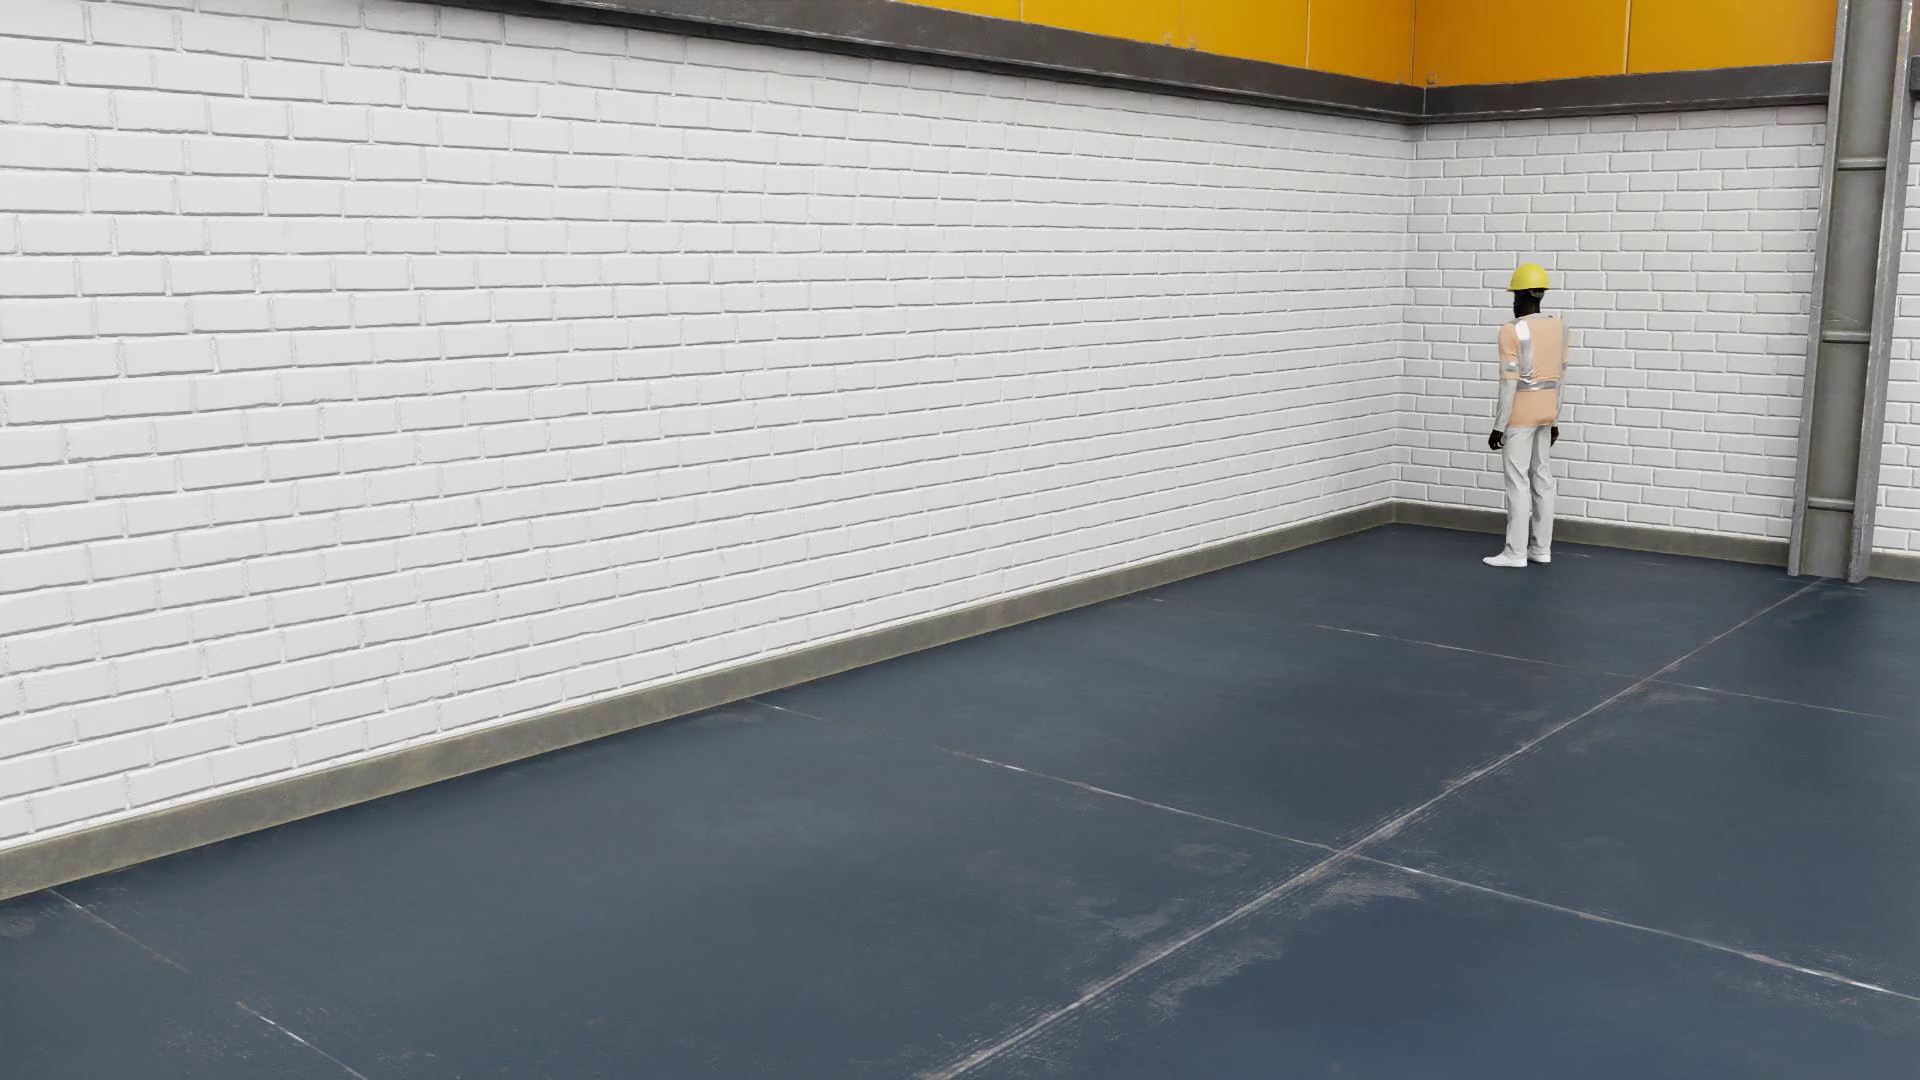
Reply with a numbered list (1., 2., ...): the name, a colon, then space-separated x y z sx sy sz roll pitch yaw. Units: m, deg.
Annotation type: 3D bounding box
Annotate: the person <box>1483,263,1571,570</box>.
1. person: 3.571 -0.777 10.532 0.594 1.924 0.381 -6 12 -31
